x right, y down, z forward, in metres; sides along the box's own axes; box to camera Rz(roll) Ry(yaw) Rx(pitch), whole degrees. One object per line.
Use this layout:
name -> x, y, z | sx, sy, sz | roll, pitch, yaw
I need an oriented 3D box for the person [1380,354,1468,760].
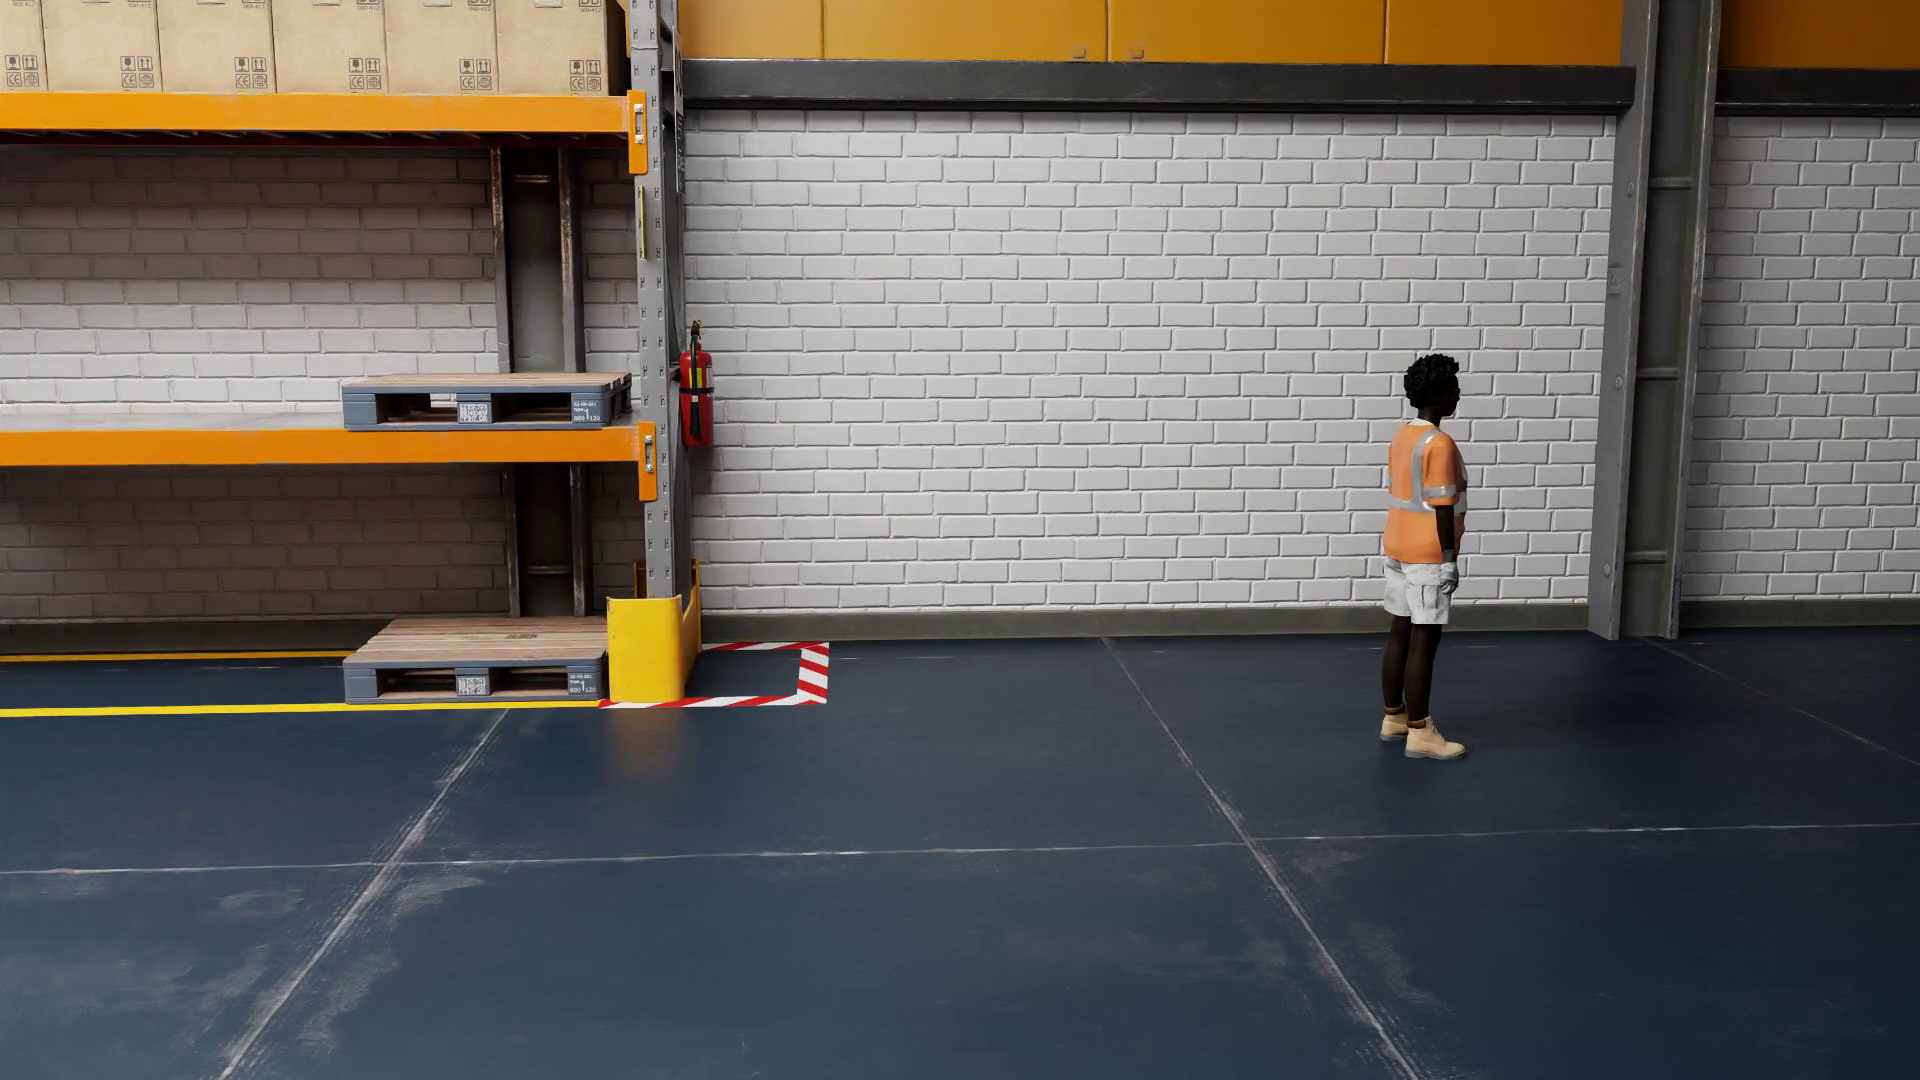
person -> 1.963, 0.066, 7.023 | 0.318, 1.697, 0.535 | -1, 9, -7
